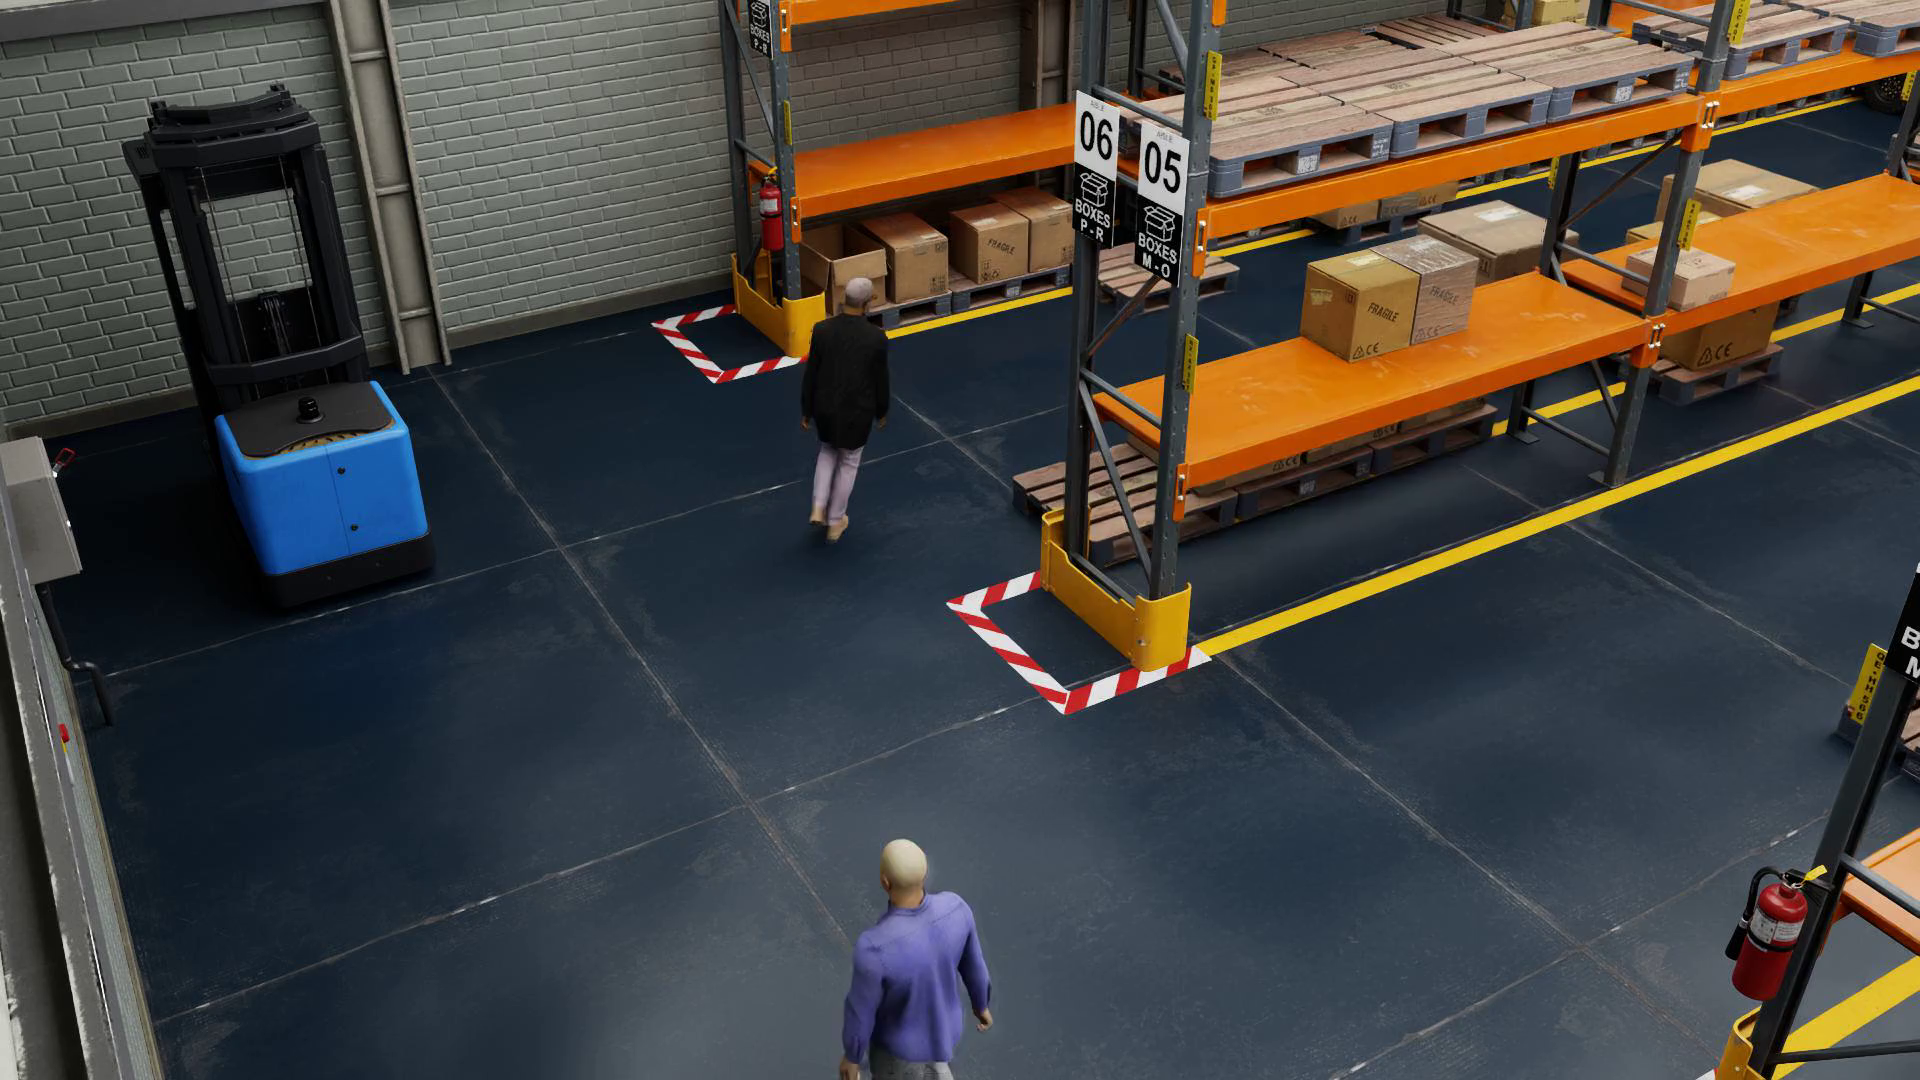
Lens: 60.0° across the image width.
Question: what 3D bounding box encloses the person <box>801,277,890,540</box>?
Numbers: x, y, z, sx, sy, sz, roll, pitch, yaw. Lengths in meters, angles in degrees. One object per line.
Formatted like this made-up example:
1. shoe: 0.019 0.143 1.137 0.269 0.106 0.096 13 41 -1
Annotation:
1. person: -0.729 -0.831 10.802 0.560 1.819 0.435 10 33 16

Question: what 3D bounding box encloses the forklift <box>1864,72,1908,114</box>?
1. forklift: 11.468 -5.645 18.244 1.214 2.155 2.313 -17 36 -26

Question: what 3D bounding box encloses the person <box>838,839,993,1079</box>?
1. person: -0.170 1.897 6.429 0.619 1.783 0.450 -22 38 -31

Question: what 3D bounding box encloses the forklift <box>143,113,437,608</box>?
1. forklift: -4.289 -1.259 10.509 1.129 2.768 1.873 -17 36 -26
